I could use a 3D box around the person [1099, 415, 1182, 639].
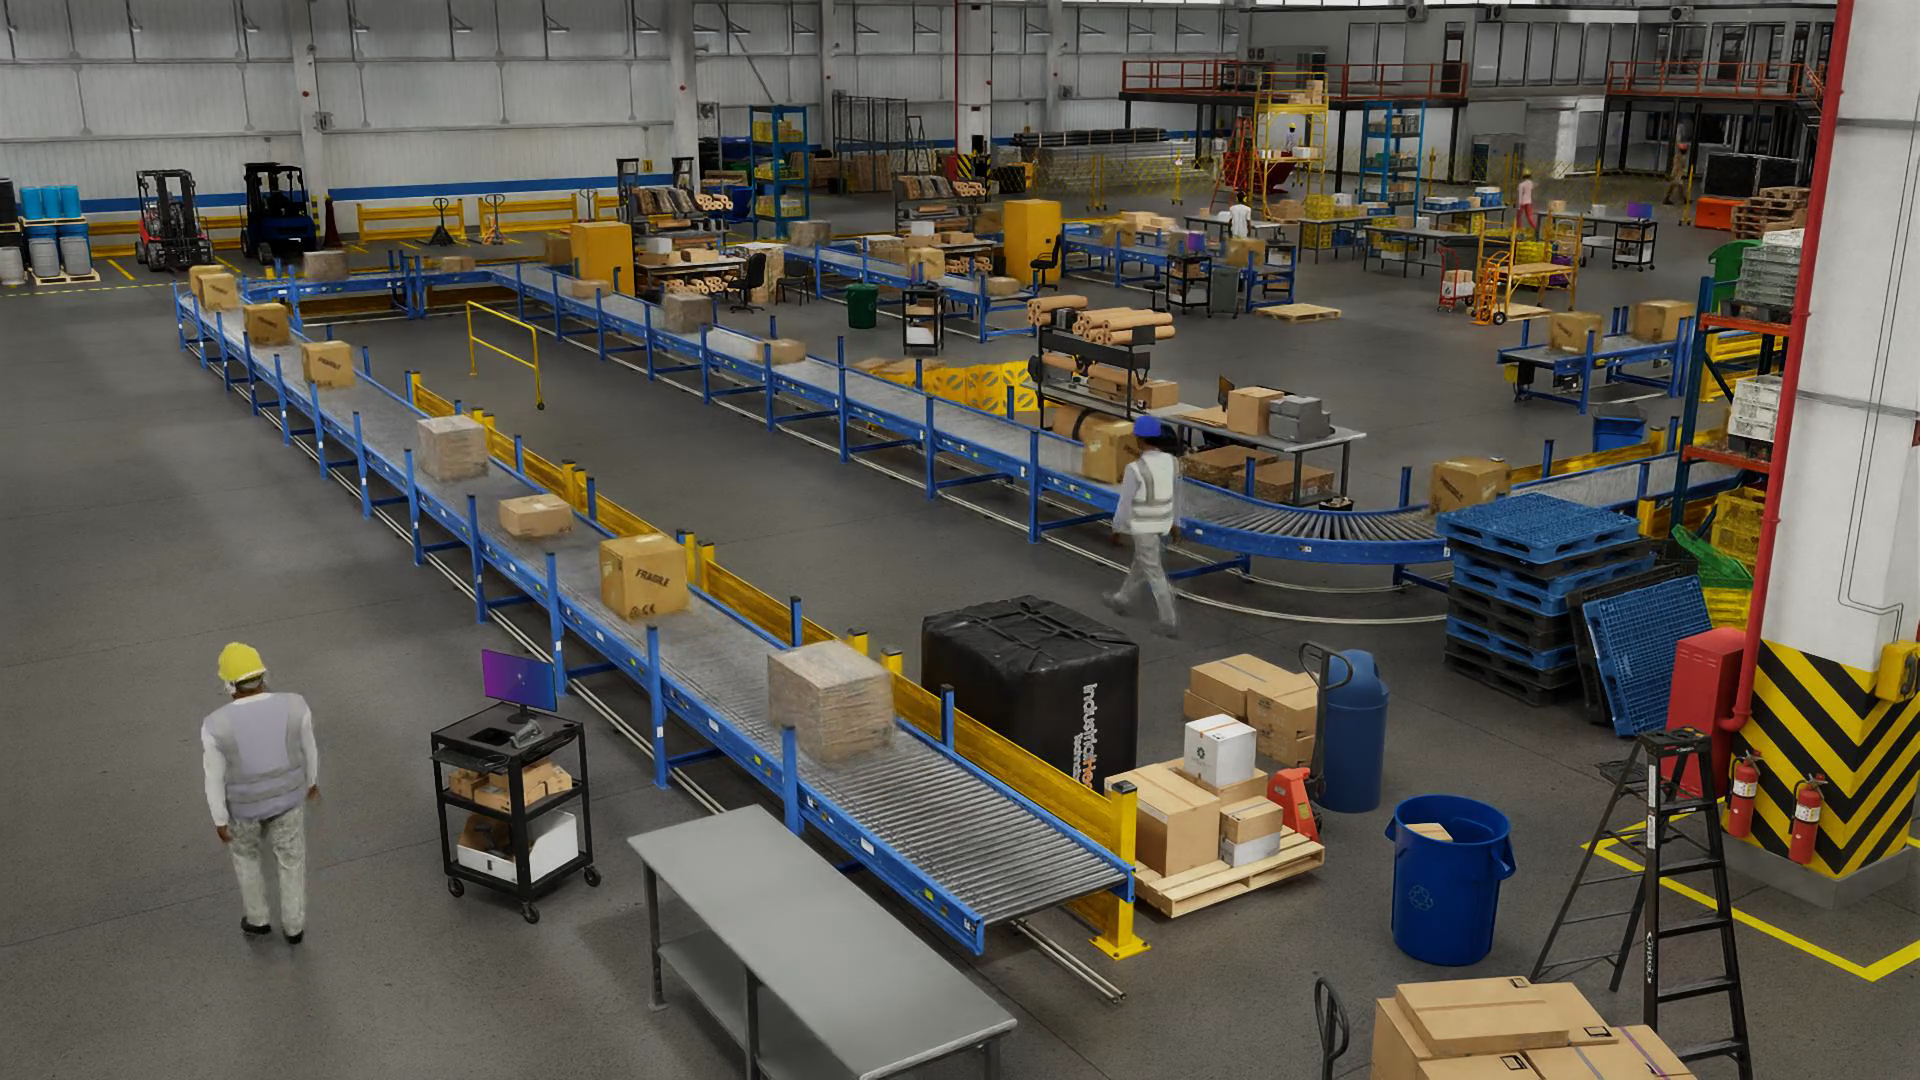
[{"bbox_3d":[1.576,-0.143,14.369,0.636,1.891,0.986,-15,23,-41],"label":"person"}]

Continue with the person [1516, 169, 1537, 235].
[{"bbox_3d":[14.779,-8.777,43.355,0.535,1.748,0.727,-6,18,-20],"label":"person"}]

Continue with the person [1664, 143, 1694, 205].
[{"bbox_3d":[22.442,-11.352,51.682,0.994,1.881,0.573,15,23,41],"label":"person"}]

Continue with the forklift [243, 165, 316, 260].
[{"bbox_3d":[-15.898,-7.669,38.708,1.157,1.987,2.680,-11,20,-33],"label":"forklift"}]

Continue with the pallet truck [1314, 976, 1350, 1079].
[{"bbox_3d":[2.299,2.390,7.086,1.601,1.201,0.680,-2,17,-7],"label":"pallet truck"}]

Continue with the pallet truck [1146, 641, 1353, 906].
[{"bbox_3d":[1.664,1.407,10.232,1.630,1.274,0.653,-10,20,-31],"label":"pallet truck"}]

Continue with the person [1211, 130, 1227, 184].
[{"bbox_3d":[9.294,-13.738,59.628,0.581,1.882,0.339,7,18,21],"label":"person"}]

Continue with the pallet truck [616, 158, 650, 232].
[{"bbox_3d":[-8.918,-9.176,44.255,0.823,1.965,1.885,-9,19,-27],"label":"pallet truck"}]

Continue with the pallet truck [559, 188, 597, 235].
[{"bbox_3d":[-10.010,-8.652,43.699,0.653,1.274,1.630,-10,20,-31],"label":"pallet truck"}]

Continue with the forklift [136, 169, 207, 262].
[{"bbox_3d":[-17.842,-7.318,37.559,1.157,1.987,2.680,-10,20,-31],"label":"forklift"}]

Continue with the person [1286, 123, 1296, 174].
[{"bbox_3d":[12.684,-15.014,63.800,0.372,1.925,0.595,5,17,15],"label":"person"}]

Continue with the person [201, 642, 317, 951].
[{"bbox_3d":[-3.896,1.418,9.310,0.618,1.817,0.541,-11,20,-32],"label":"person"}]

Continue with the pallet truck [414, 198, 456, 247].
[{"bbox_3d":[-13.250,-8.060,41.856,0.680,1.201,1.601,-10,20,-31],"label":"pallet truck"}]

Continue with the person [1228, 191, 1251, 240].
[{"bbox_3d":[6.010,-6.548,35.738,0.528,1.864,0.315,9,19,28],"label":"person"}]

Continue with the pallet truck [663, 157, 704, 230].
[{"bbox_3d":[-7.586,-9.308,44.692,0.823,1.965,1.885,-11,20,-33],"label":"pallet truck"}]

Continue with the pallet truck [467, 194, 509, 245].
[{"bbox_3d":[-11.983,-8.177,42.137,0.704,1.261,1.522,-11,20,-33],"label":"pallet truck"}]
